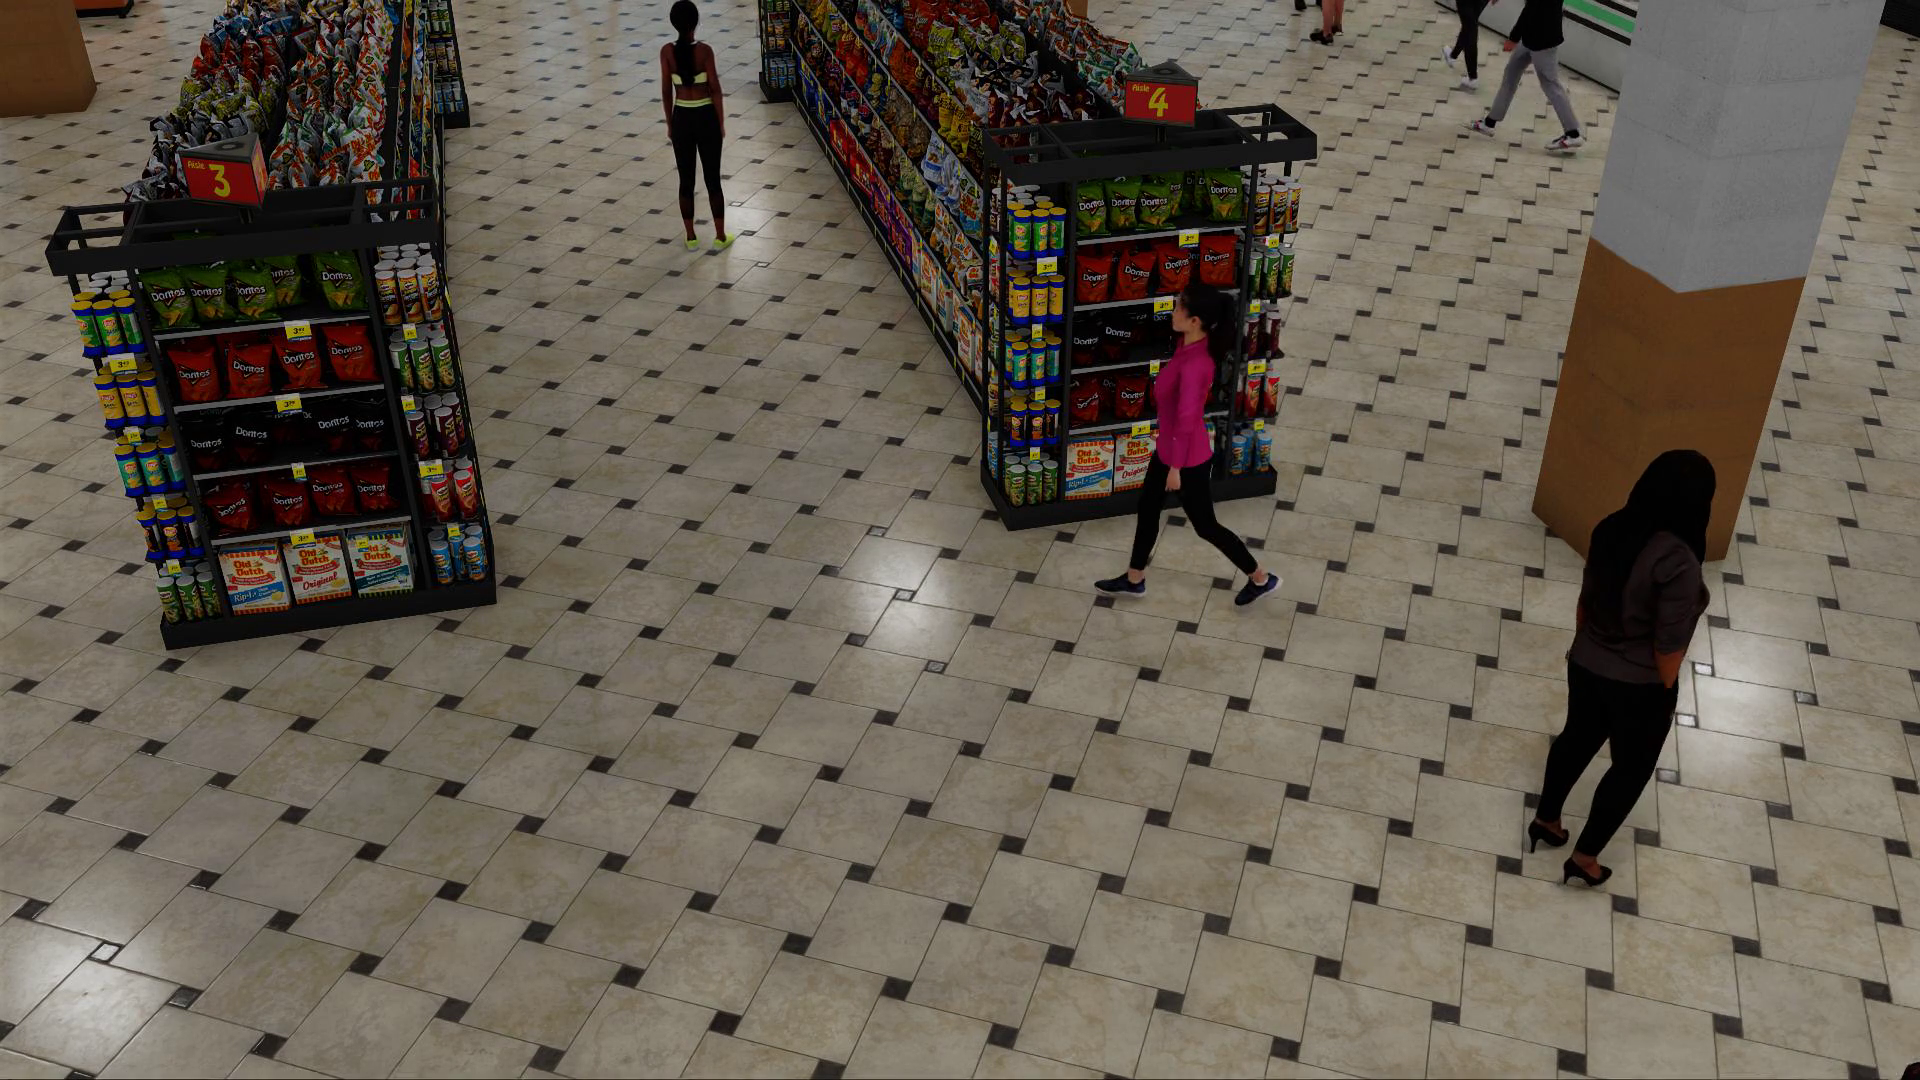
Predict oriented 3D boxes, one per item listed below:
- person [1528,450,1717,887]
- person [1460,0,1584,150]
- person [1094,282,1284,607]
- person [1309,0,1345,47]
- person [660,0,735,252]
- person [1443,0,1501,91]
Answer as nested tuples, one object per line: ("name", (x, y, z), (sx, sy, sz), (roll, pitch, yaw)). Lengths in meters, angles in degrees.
("person", (2.415, 0.518, 6.124), (0.745, 1.825, 0.587), (-12, 34, -19))
("person", (4.793, -4.071, 13.427), (1.275, 1.902, 1.284), (13, 34, 21))
("person", (1.140, -0.373, 7.708), (0.922, 1.666, 1.133), (3, 32, 5))
("person", (3.705, -5.733, 16.142), (0.754, 1.855, 0.665), (-14, 34, -21))
("person", (-1.859, -2.888, 11.666), (0.614, 1.755, 0.589), (0, 32, 1))
("person", (4.664, -4.895, 14.994), (0.733, 1.645, 1.133), (-4, 32, -6))
